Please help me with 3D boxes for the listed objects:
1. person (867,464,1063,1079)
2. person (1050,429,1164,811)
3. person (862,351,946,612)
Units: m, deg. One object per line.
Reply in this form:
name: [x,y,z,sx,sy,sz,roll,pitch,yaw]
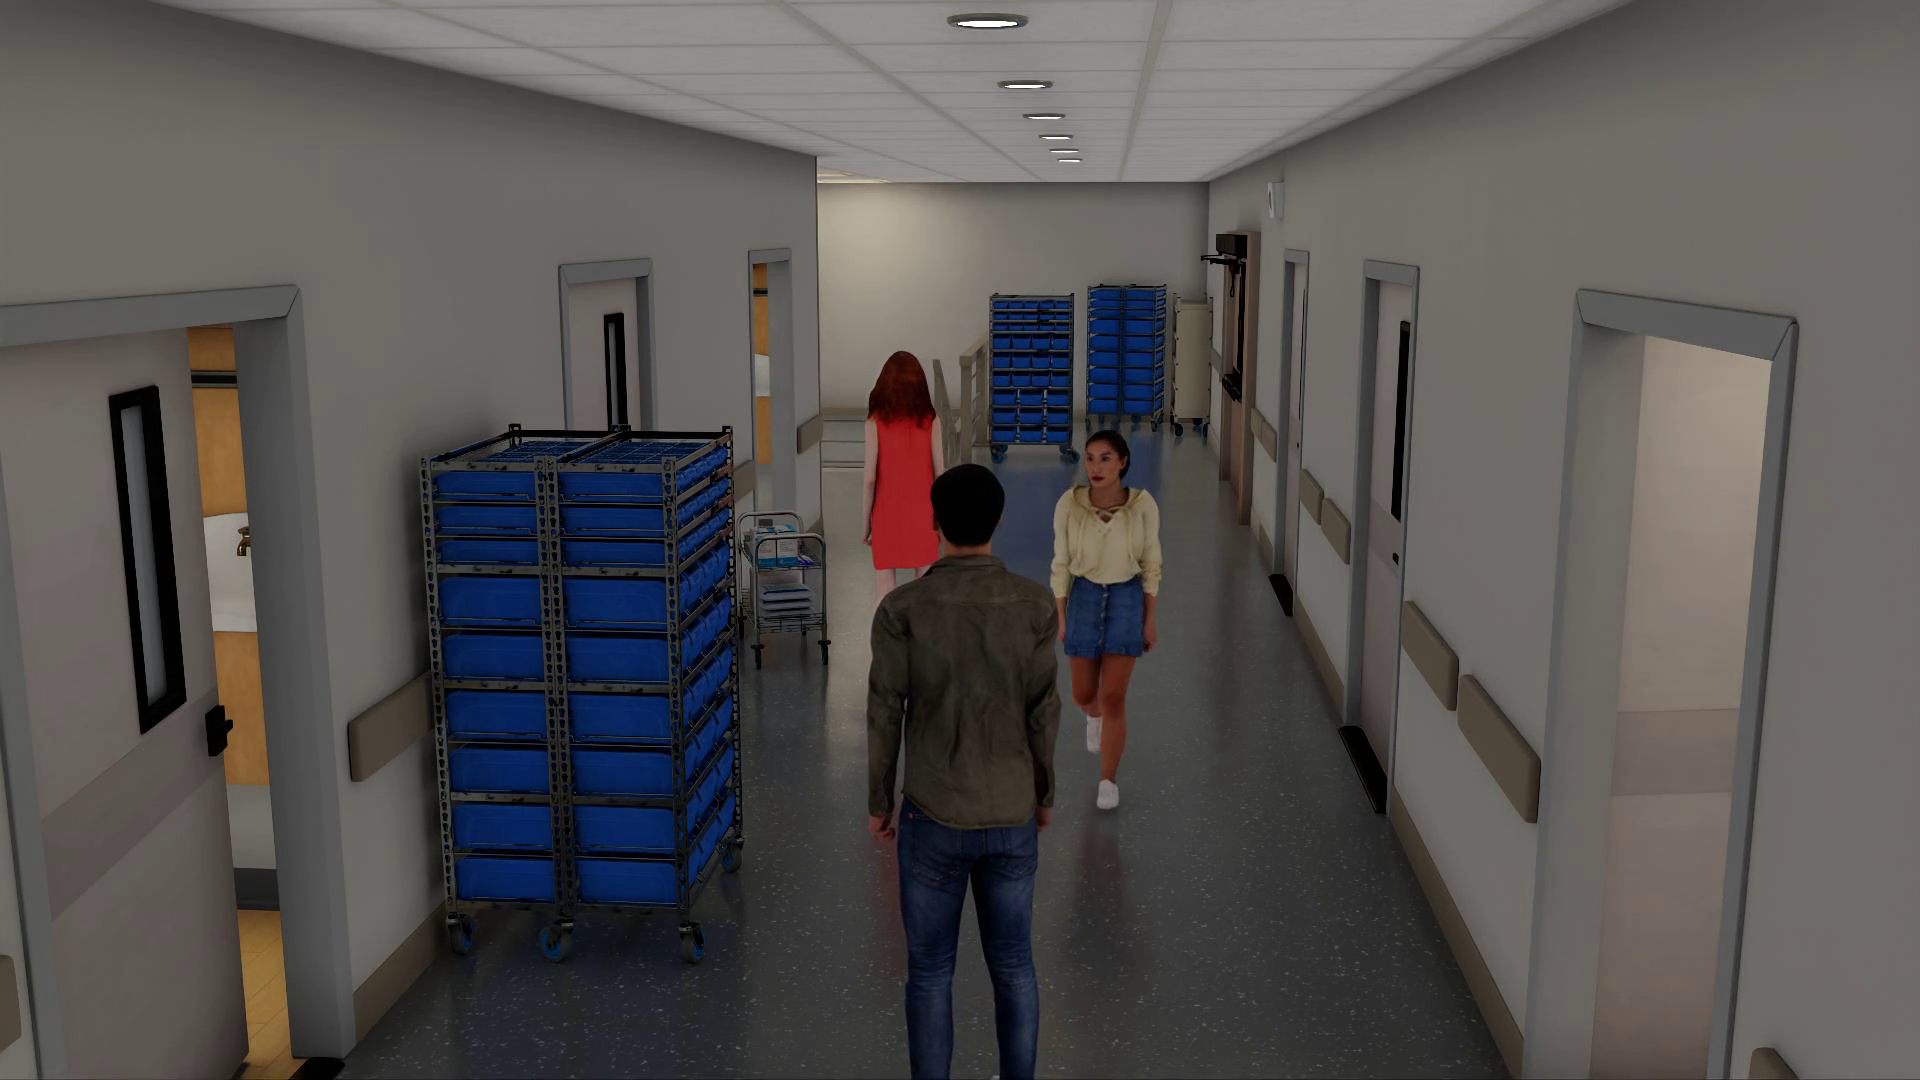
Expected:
person: [0.022,0.725,4.428,0.758,1.862,0.702,-3,11,-15]
person: [0.636,0.321,7.215,0.663,1.616,0.912,2,11,8]
person: [-0.296,-0.084,8.783,0.652,1.827,0.596,-2,11,-11]
